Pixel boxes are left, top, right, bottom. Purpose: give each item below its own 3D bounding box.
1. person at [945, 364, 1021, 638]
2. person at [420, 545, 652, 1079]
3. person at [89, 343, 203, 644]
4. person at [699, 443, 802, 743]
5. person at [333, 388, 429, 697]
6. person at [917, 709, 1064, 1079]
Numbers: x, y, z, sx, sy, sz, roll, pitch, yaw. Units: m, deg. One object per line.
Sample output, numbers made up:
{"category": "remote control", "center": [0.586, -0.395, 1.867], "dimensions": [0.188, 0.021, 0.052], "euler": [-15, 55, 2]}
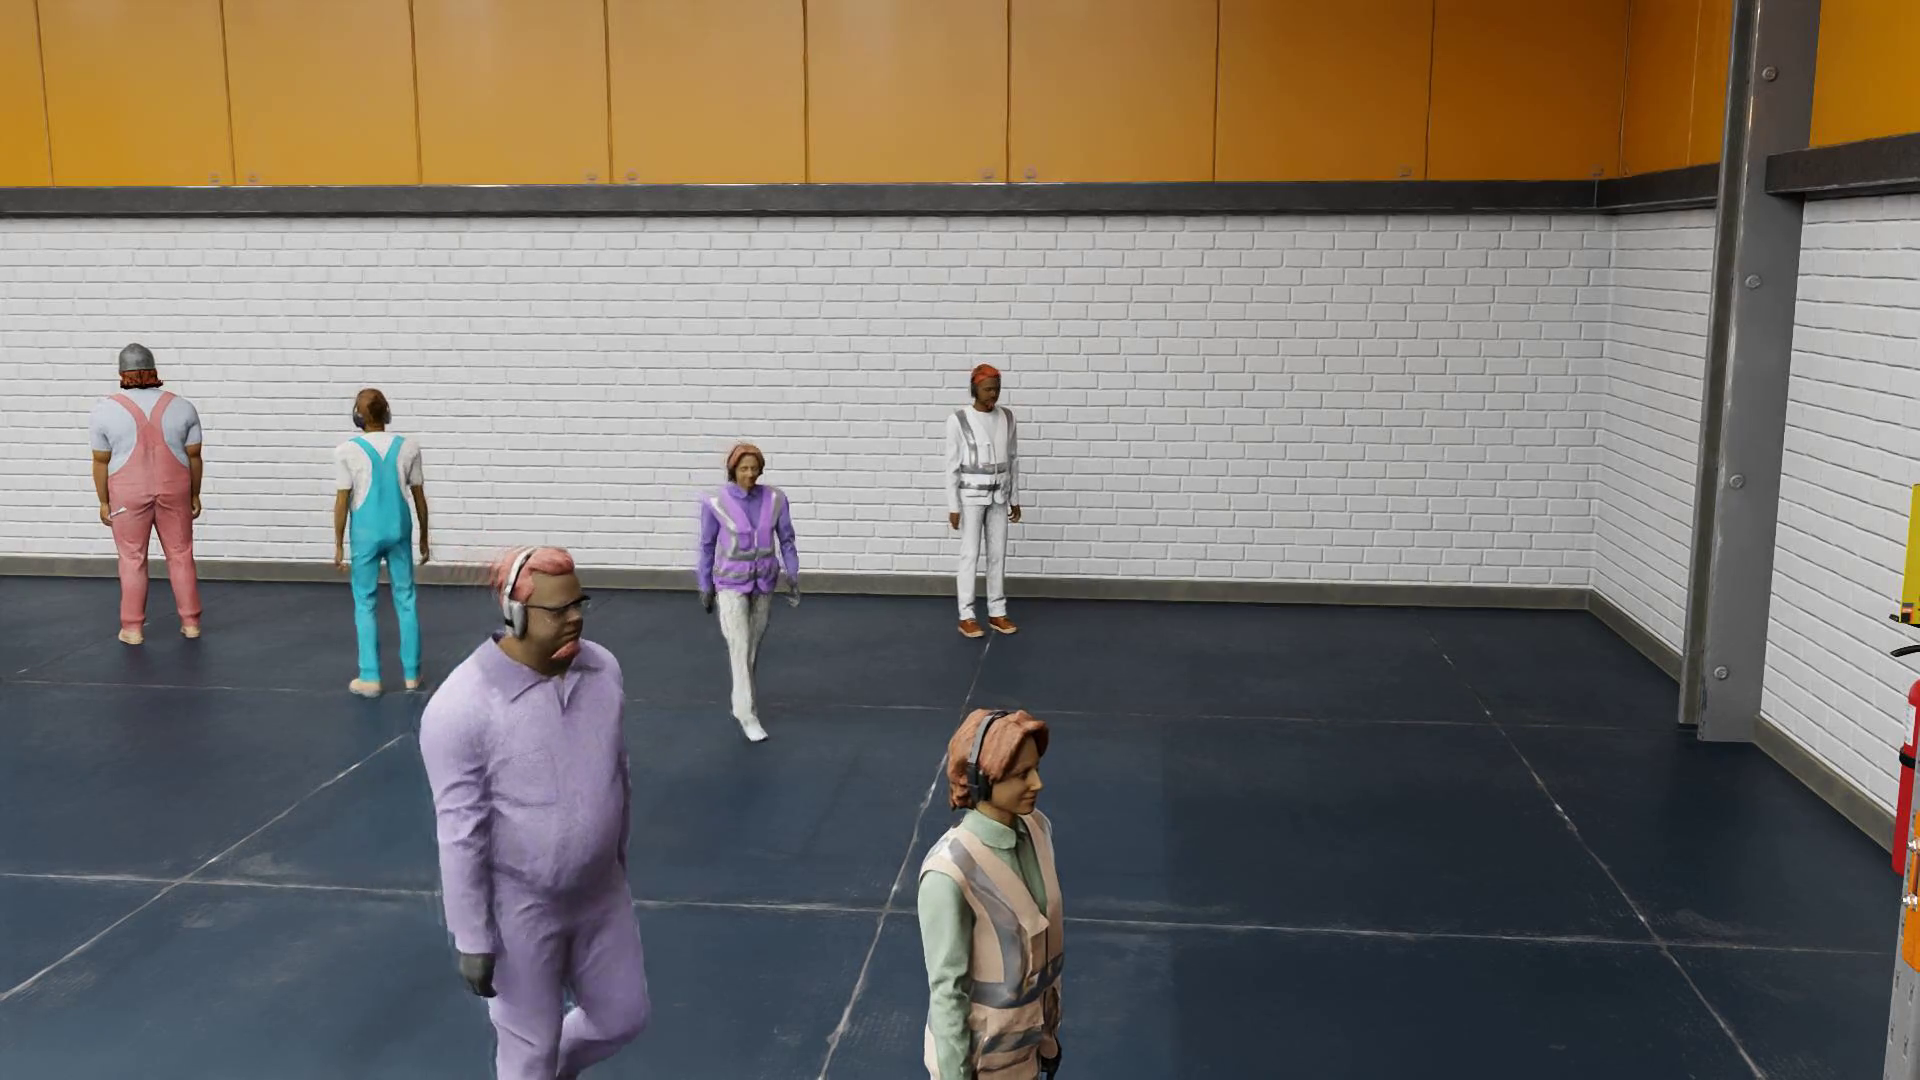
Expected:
{"category": "person", "center": [0.164, -0.271, 11.435], "dimensions": [0.586, 1.879, 0.361], "euler": [-6, 12, -33]}
{"category": "person", "center": [-1.123, 0.940, 4.455], "dimensions": [0.488, 1.896, 0.649], "euler": [8, 13, 38]}
{"category": "person", "center": [-5.508, -0.329, 11.294], "dimensions": [0.683, 2.000, 0.535], "euler": [-7, 12, -34]}
{"category": "person", "center": [-1.111, 0.288, 9.029], "dimensions": [0.514, 1.602, 0.799], "euler": [-6, 12, -31]}
{"category": "person", "center": [-3.459, 0.013, 9.945], "dimensions": [0.564, 1.834, 0.353], "euler": [-7, 12, -36]}
{"category": "person", "center": [0.074, 1.182, 3.792], "dimensions": [0.307, 1.641, 0.514], "euler": [5, 11, 26]}
